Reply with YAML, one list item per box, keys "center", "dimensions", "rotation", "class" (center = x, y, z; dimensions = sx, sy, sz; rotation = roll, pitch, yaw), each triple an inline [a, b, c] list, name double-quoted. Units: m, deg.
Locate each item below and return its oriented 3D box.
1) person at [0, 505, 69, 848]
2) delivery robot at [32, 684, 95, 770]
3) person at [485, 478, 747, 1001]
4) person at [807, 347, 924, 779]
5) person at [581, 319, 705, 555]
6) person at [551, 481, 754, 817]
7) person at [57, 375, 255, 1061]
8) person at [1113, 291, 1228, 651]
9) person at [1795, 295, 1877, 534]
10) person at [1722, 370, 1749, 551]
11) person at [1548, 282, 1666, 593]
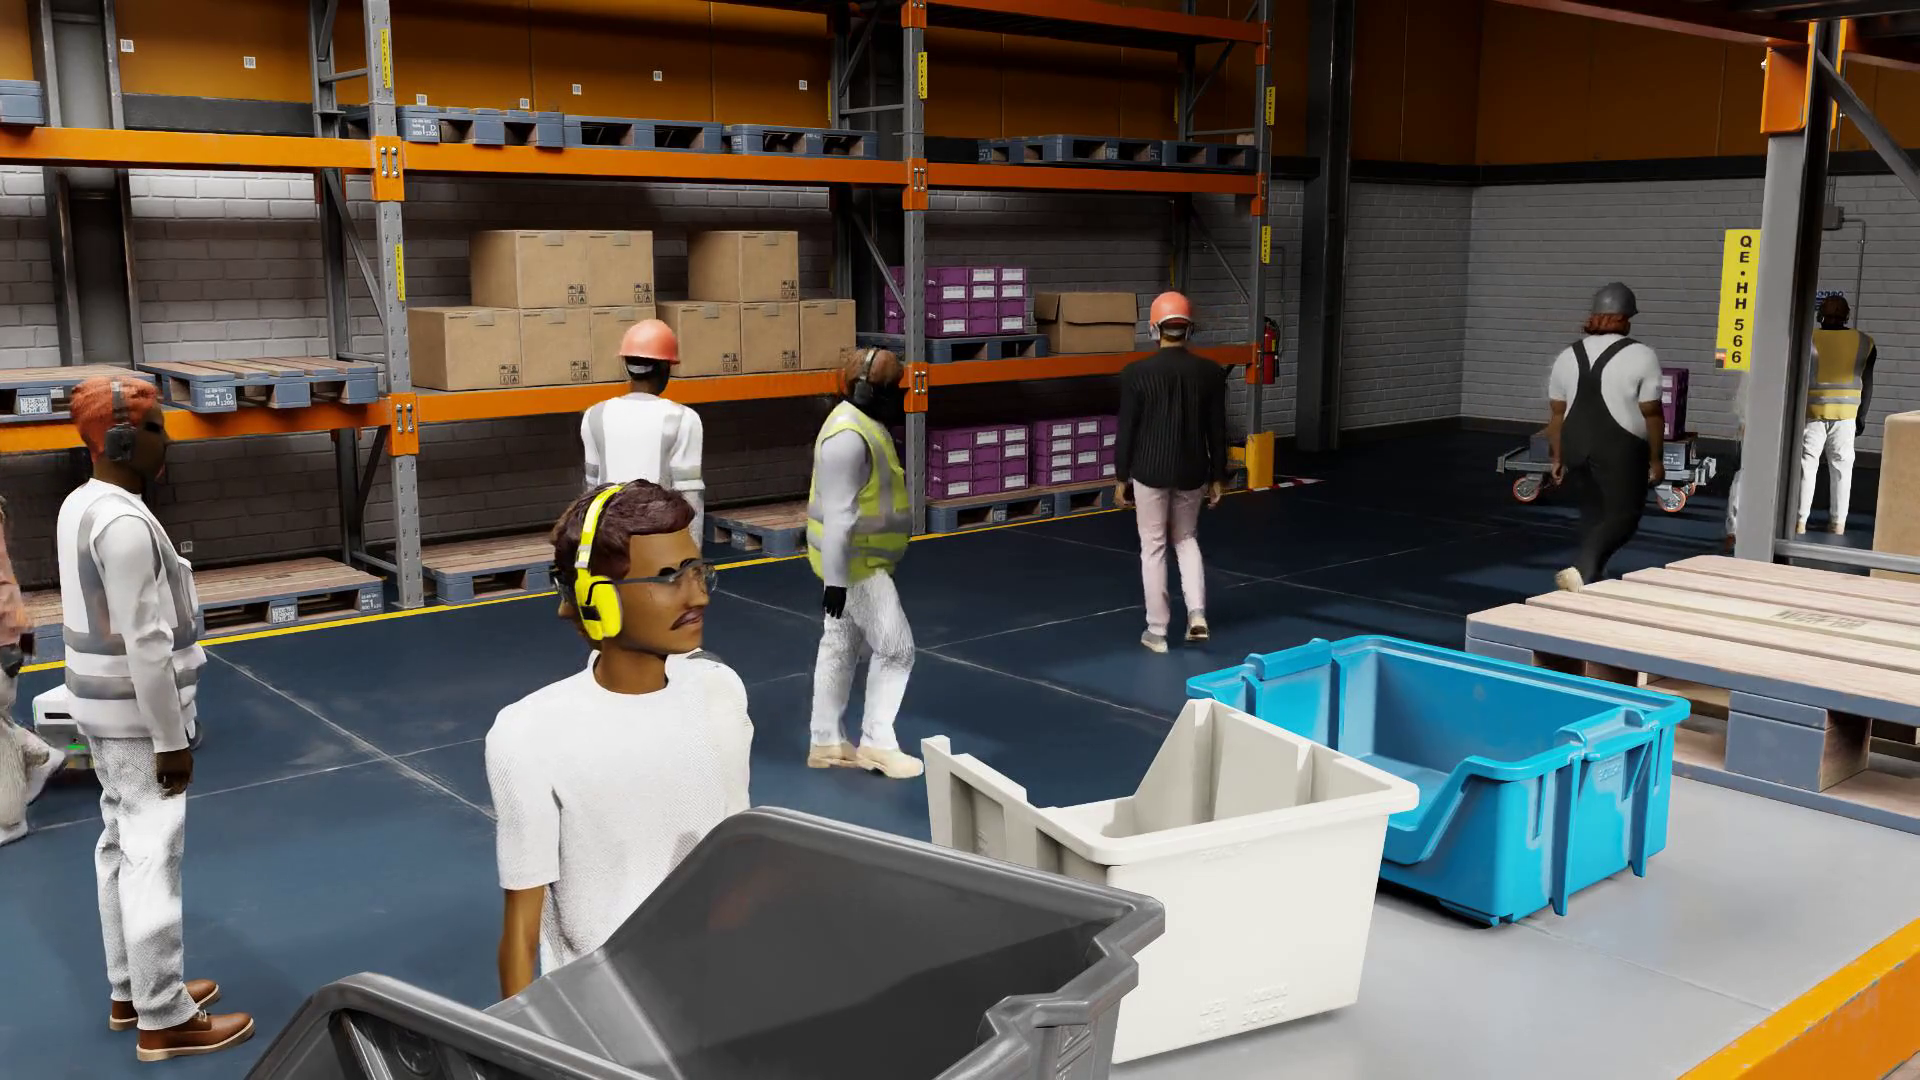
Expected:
- center: [-3.583, 0.339, 6.136]
  dimensions: [0.542, 1.615, 0.485]
  rotation: [7, 12, 35]
  class: "person"
- center: [-3.564, 0.670, 7.019]
  dimensions: [0.477, 0.478, 0.707]
  rotation: [0, 11, 3]
  class: "delivery robot"
- center: [-0.505, 0.829, 2.708]
  dimensions: [0.321, 1.876, 0.532]
  rotation: [8, 13, 38]
  class: "person"
- center: [-0.367, 0.104, 6.929]
  dimensions: [0.650, 1.809, 0.752]
  rotation: [0, 10, 2]
  class: "person"
- center: [-1.336, 0.020, 7.120]
  dimensions: [0.563, 1.913, 0.565]
  rotation: [1, 10, 8]
  class: "person"
- center: [-0.549, 0.804, 2.952]
  dimensions: [0.346, 1.840, 0.505]
  rotation: [-8, 13, -37]
  class: "person"
- center: [-2.254, 0.490, 4.592]
  dimensions: [0.355, 1.882, 0.576]
  rotation: [-8, 13, -39]
  class: "person"
- center: [1.140, -0.359, 9.090]
  dimensions: [0.615, 1.981, 0.433]
  rotation: [-2, 10, -12]
  class: "person"
- center: [6.656, -0.956, 12.805]
  dimensions: [0.627, 1.844, 0.429]
  rotation: [2, 10, 10]
  class: "person"
- center: [5.833, -0.866, 12.162]
  dimensions: [0.436, 1.893, 0.795]
  rotation: [4, 11, 19]
  class: "person"
- center: [3.819, -0.543, 9.934]
  dimensions: [0.840, 2.000, 0.677]
  rotation: [-7, 12, -34]
  class: "person"
